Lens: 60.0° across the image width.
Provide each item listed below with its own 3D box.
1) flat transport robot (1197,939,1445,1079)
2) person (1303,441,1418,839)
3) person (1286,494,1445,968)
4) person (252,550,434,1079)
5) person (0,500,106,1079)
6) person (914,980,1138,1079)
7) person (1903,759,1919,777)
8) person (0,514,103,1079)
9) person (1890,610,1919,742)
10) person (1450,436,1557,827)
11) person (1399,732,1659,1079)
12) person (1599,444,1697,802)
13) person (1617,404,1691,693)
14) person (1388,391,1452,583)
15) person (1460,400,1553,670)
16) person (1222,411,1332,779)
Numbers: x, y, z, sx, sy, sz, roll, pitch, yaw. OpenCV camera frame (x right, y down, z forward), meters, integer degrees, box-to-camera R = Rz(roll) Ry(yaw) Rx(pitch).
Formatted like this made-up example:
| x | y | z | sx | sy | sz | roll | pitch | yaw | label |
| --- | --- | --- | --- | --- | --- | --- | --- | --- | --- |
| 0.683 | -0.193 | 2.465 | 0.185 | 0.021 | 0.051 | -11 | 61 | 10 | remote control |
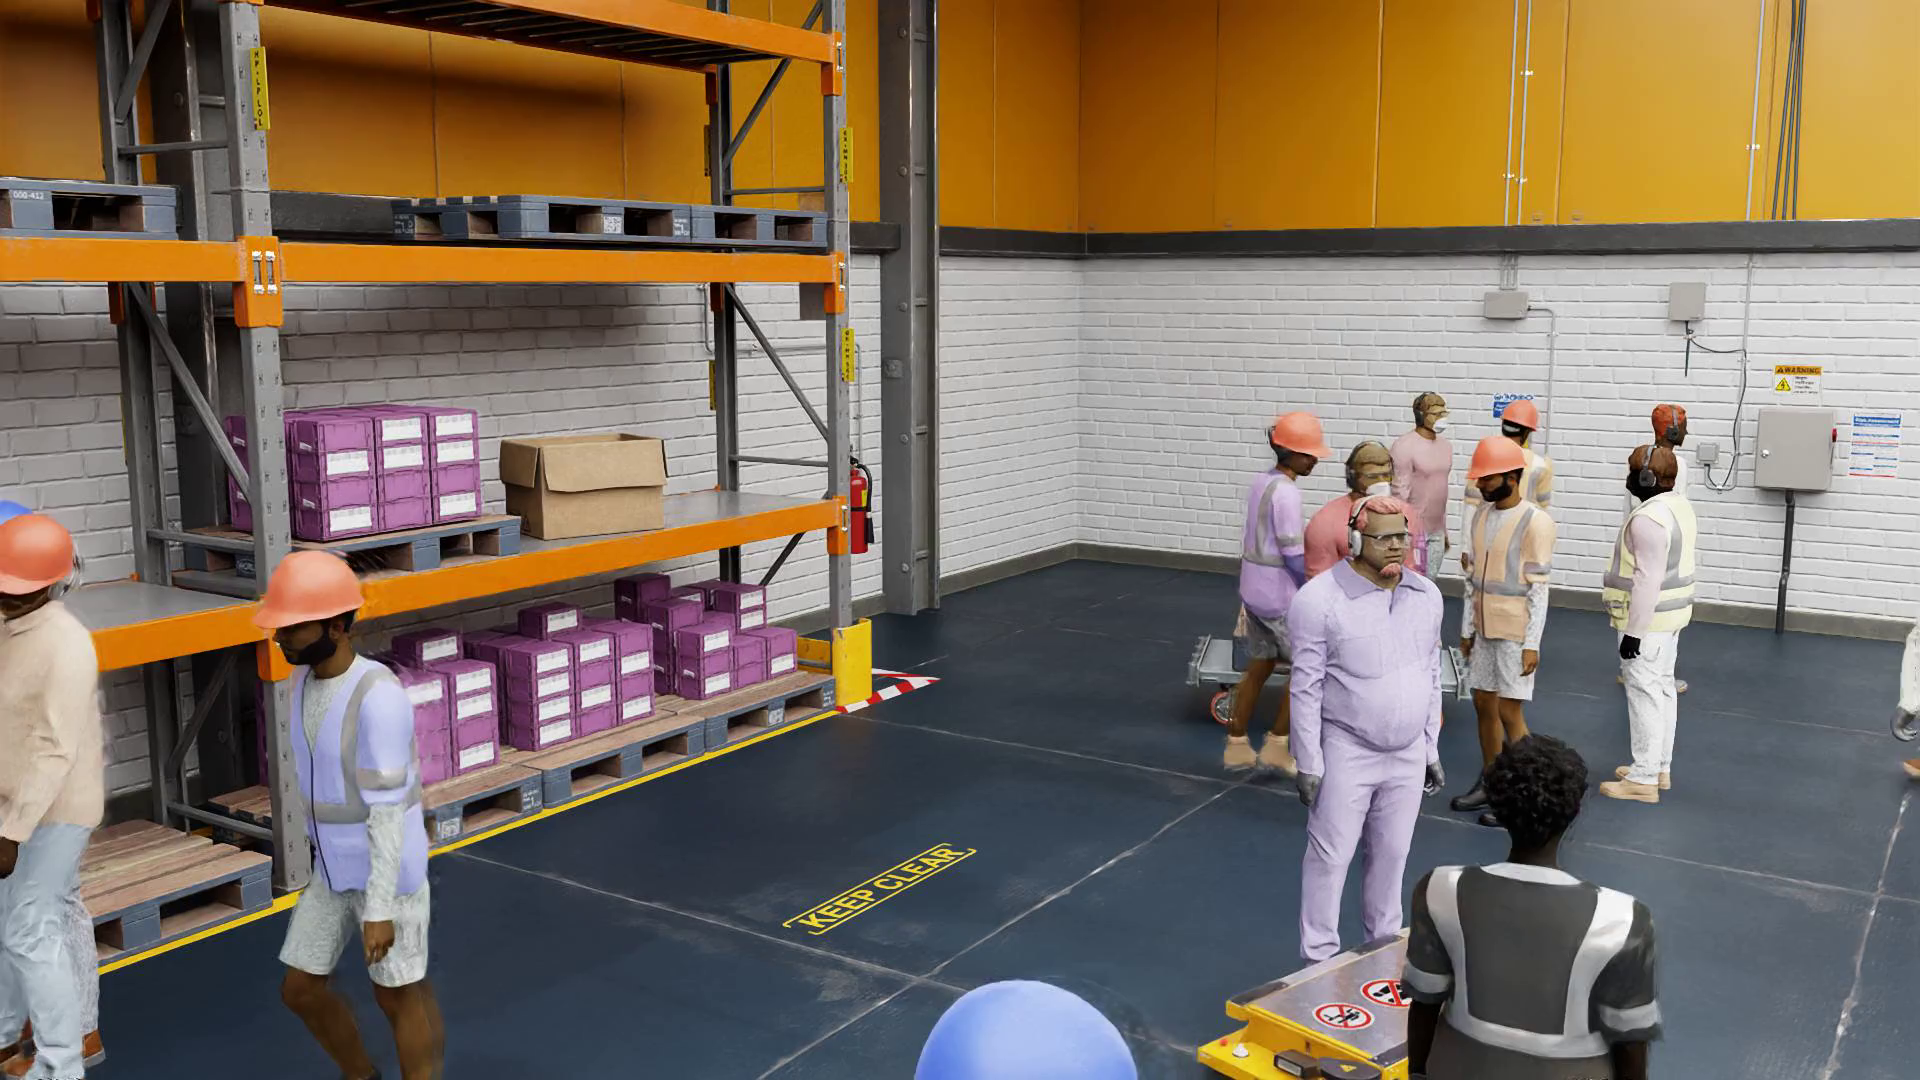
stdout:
| x | y | z | sx | sy | sz | roll | pitch | yaw | label |
| --- | --- | --- | --- | --- | --- | --- | --- | --- | --- |
| 1.551 | 1.641 | 5.782 | 1.431 | 0.197 | 0.652 | -7 | 11 | -39 | flat transport robot |
| 1.927 | 0.477 | 8.007 | 0.655 | 1.928 | 0.385 | -4 | 10 | -26 | person |
| 1.502 | 0.782 | 6.071 | 0.643 | 1.909 | 0.409 | -4 | 9 | -22 | person |
| -1.769 | 0.966 | 4.852 | 0.561 | 1.914 | 0.488 | 6 | 11 | 36 | person |
| -3.132 | 0.832 | 5.597 | 0.375 | 1.949 | 0.614 | -8 | 12 | -41 | person |
| 0.105 | 1.418 | 1.928 | 0.981 | 1.899 | 0.644 | -2 | 9 | -13 | person |
| 5.378 | 0.375 | 8.566 | 0.561 | 1.957 | 0.653 | 0 | 9 | 3 | person |
| -3.041 | 0.878 | 5.360 | 0.502 | 1.947 | 0.716 | -8 | 12 | -42 | person |
| 4.208 | 0.707 | 6.761 | 1.042 | 1.845 | 0.631 | -6 | 11 | -35 | person |
| 2.667 | 0.443 | 8.226 | 0.386 | 1.921 | 0.565 | -3 | 9 | -20 | person |
| 1.229 | 1.261 | 3.653 | 0.544 | 1.691 | 0.322 | 5 | 10 | 31 | person |
| 3.547 | 0.424 | 8.607 | 0.429 | 1.841 | 0.633 | 7 | 11 | 37 | person |
| 4.566 | 0.049 | 10.905 | 0.337 | 1.882 | 0.585 | -2 | 9 | -10 | person |
| 3.129 | -0.042 | 11.331 | 0.632 | 1.938 | 0.359 | -8 | 12 | -41 | person |
| 3.638 | 0.012 | 11.106 | 0.558 | 1.887 | 0.823 | 3 | 9 | 19 | person |
| 1.672 | 0.310 | 8.828 | 0.528 | 2.001 | 0.635 | 0 | 9 | -1 | person |
